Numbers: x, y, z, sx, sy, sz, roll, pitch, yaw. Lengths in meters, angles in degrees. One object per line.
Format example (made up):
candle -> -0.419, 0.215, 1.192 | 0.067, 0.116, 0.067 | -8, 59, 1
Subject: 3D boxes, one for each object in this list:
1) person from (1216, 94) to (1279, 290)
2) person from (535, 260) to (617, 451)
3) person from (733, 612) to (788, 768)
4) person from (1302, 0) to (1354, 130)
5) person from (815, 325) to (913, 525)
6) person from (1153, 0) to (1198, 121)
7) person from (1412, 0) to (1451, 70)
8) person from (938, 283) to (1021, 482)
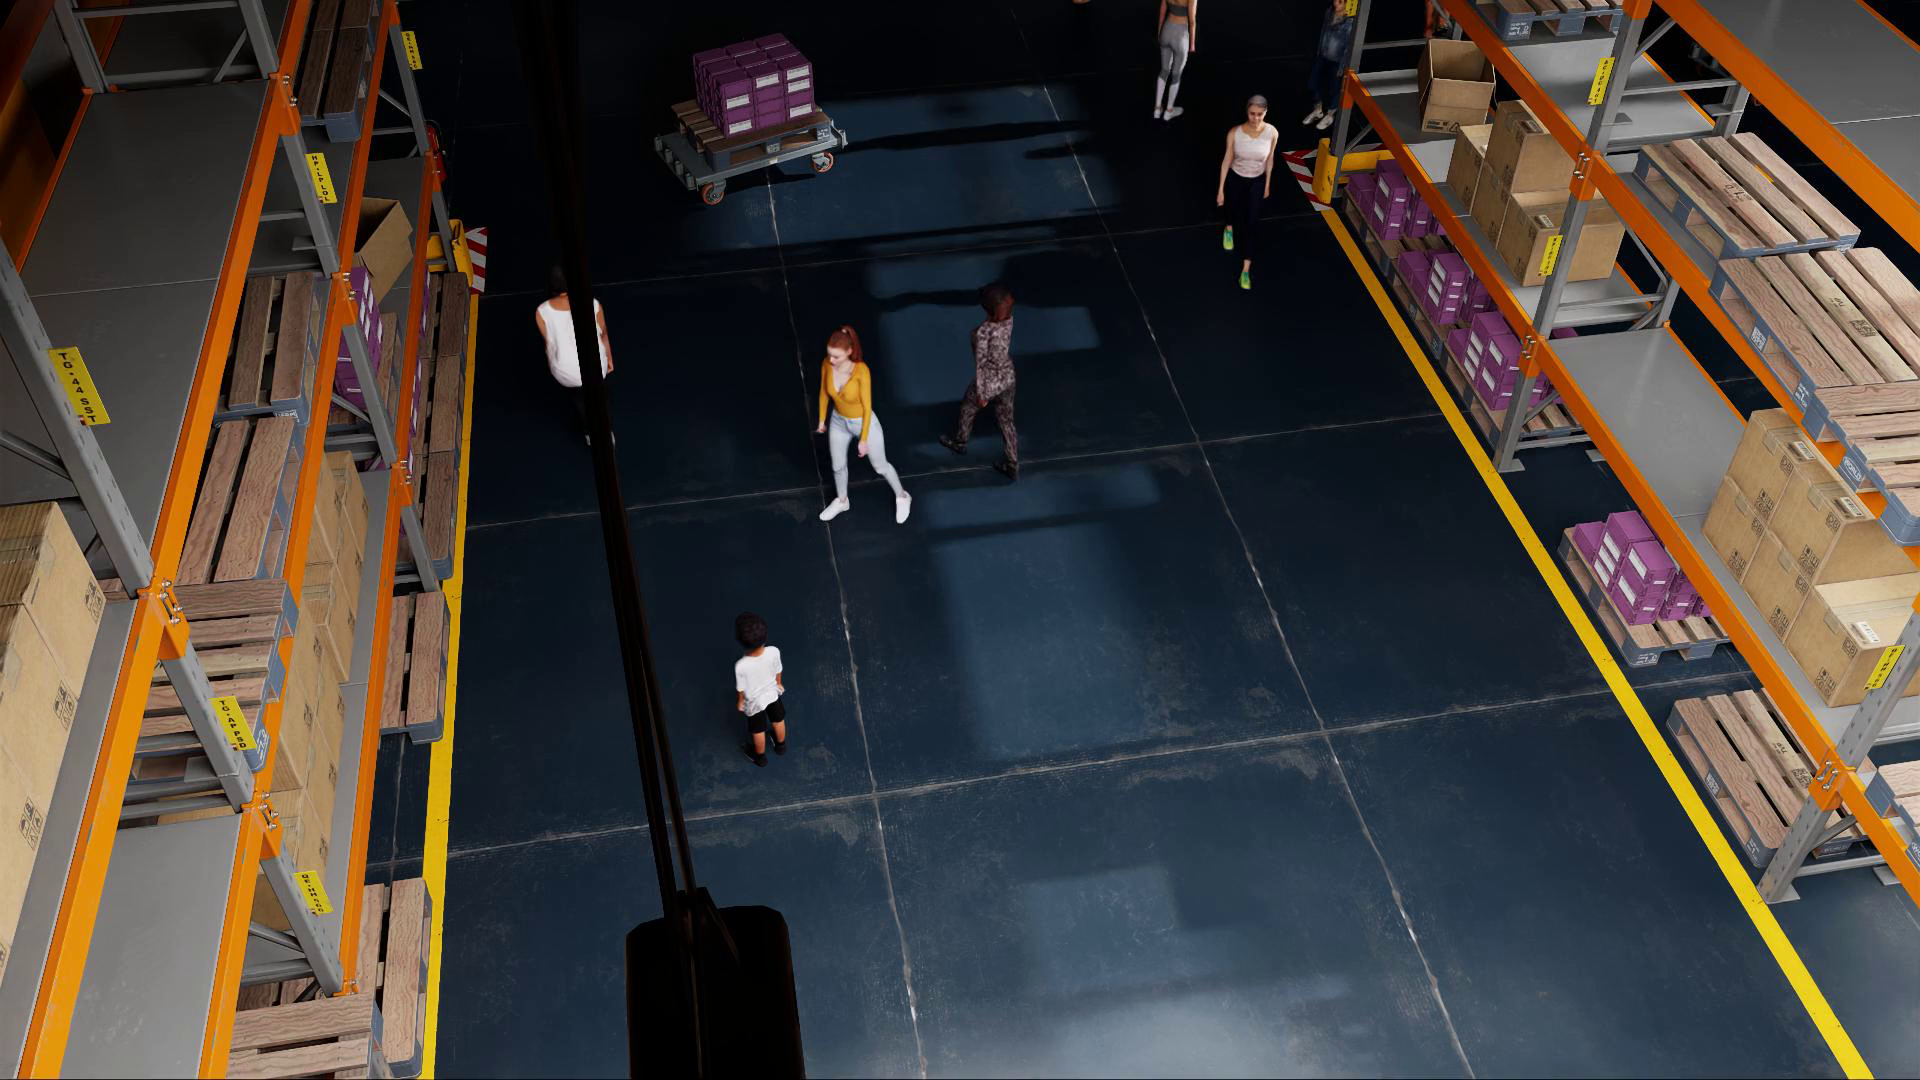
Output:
person -> 2.456, -3.122, 14.420 | 0.811, 1.647, 1.253 | 2, 44, 2
person -> -2.877, -1.327, 12.516 | 0.654, 1.674, 0.786 | -7, 44, -7
person -> -1.249, 0.945, 10.429 | 0.561, 1.263, 0.592 | -26, 49, -24
person -> 3.693, -4.718, 16.224 | 0.734, 1.469, 0.623 | -27, 50, -25
person -> -0.788, -0.824, 11.934 | 0.984, 1.748, 1.018 | 21, 48, 21
person -> 2.089, -4.884, 16.231 | 0.690, 1.699, 0.754 | 26, 50, 25
person -> 4.993, -5.692, 16.983 | 0.912, 1.832, 0.917 | -31, 52, -28
person -> 0.312, -1.122, 12.288 | 1.045, 1.690, 0.922 | 33, 53, 30
